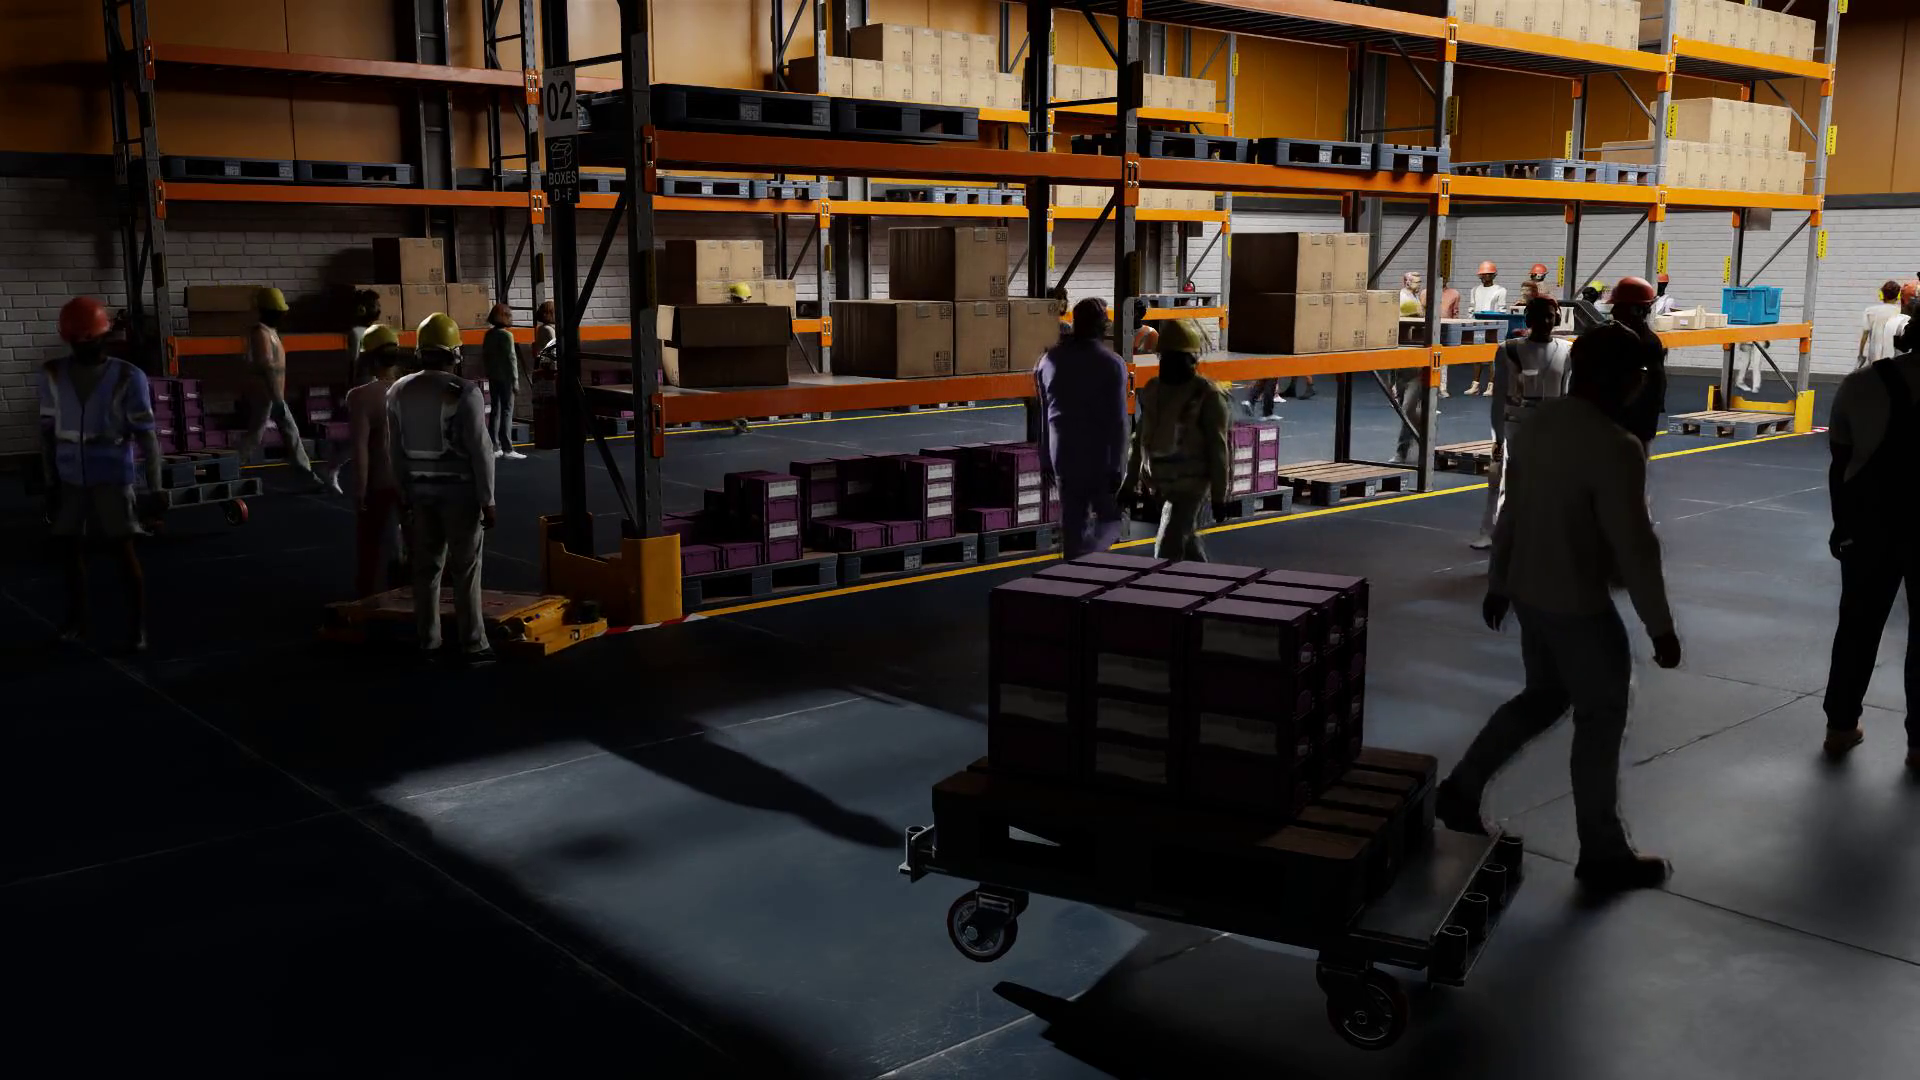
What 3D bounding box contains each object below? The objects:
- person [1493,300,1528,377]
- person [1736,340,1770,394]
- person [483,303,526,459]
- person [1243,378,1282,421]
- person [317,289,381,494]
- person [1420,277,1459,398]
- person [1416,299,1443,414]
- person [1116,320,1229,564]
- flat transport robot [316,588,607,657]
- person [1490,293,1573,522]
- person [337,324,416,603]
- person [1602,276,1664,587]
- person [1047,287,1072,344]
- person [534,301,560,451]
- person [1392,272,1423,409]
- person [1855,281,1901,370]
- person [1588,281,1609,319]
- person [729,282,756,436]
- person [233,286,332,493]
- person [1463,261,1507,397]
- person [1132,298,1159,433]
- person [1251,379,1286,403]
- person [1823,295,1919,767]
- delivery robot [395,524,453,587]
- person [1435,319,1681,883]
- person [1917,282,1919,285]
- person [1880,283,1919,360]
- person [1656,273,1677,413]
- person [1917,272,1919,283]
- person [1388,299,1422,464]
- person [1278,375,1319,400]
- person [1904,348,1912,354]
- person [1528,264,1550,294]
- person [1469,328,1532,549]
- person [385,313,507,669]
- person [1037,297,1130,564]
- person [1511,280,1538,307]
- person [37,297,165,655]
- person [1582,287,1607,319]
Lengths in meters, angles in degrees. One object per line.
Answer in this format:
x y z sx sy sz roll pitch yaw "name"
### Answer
6.301 -1.896 18.840 0.516 1.633 0.313 3 10 18 "person"
12.368 -3.095 25.950 0.518 1.596 0.720 3 10 18 "person"
-4.801 -1.662 17.461 0.507 1.630 0.268 9 13 41 "person"
3.985 -2.477 21.432 0.444 1.902 0.602 -5 11 -29 "person"
-5.305 -1.306 14.781 0.897 1.842 0.524 0 10 -1 "person"
7.185 -3.129 24.990 0.609 1.996 0.379 0 10 2 "person"
6.357 -2.519 22.478 0.264 1.632 0.507 0 10 -1 "person"
1.154 -0.306 9.101 0.945 1.783 0.594 -6 11 -30 "person"
-2.744 0.433 9.178 1.431 0.197 0.652 3 10 18 "flat transport robot"
3.791 -0.679 10.979 0.574 1.883 0.356 0 10 2 "person"
-3.270 -0.336 9.382 0.797 1.738 0.543 8 13 40 "person"
4.304 -0.695 10.743 0.387 1.992 0.626 1 10 3 "person"
0.988 -1.471 15.755 0.881 1.833 0.534 -6 11 -31 "person"
-4.486 -1.793 18.222 0.288 1.634 0.499 -6 11 -30 "person"
6.259 -2.777 23.195 0.402 1.906 0.652 5 11 29 "person"
10.823 -2.096 19.435 0.565 1.818 0.951 7 12 35 "person"
10.038 -3.213 26.239 0.662 1.727 0.548 7 12 36 "person"
-2.565 -2.126 19.627 0.625 1.818 0.416 9 13 41 "person"
-6.131 -1.300 14.691 1.011 1.864 0.608 -3 10 -14 "person"
7.963 -3.193 25.228 0.375 2.043 0.610 -9 13 -42 "person"
1.847 -1.683 17.423 0.530 1.689 0.321 8 13 40 "person"
4.477 -2.941 24.150 0.636 1.911 0.405 9 13 43 "person"
4.027 -0.077 6.989 0.687 2.000 0.535 9 13 43 "person"
-3.337 0.037 10.390 0.477 0.478 0.707 -4 10 -21 "delivery robot"
2.026 0.228 5.570 0.826 1.918 0.673 -1 10 -6 "person"
10.386 -1.896 18.093 0.995 1.890 0.555 -2 10 -13 "person"
8.413 -1.342 14.862 0.355 1.883 0.573 1 10 6 "person"
9.442 -2.691 22.597 0.355 1.938 0.545 -3 10 -16 "person"
13.599 -2.835 23.399 0.634 1.948 0.499 -2 10 -10 "person"
4.721 -1.654 17.238 0.835 1.691 0.492 -9 13 -43 "person"
5.068 -3.075 24.855 0.564 1.938 0.704 1 10 7 "person"
6.657 -0.720 11.325 0.326 1.843 0.515 -9 13 -42 "person"
9.753 -3.663 28.115 0.379 1.996 0.609 3 10 17 "person"
3.987 -0.707 11.928 0.763 1.604 0.532 -8 13 -40 "person"
-2.640 -0.248 8.589 0.600 1.833 0.404 4 10 21 "person"
0.718 -0.479 9.790 0.653 1.893 0.536 8 13 40 "person"
7.689 -2.591 22.388 0.847 1.817 0.571 -9 13 -41 "person"
-4.636 -0.337 8.899 0.727 1.908 0.575 -1 10 -8 "person"
8.867 -2.730 23.527 0.318 1.697 0.533 -7 12 -37 "person"
